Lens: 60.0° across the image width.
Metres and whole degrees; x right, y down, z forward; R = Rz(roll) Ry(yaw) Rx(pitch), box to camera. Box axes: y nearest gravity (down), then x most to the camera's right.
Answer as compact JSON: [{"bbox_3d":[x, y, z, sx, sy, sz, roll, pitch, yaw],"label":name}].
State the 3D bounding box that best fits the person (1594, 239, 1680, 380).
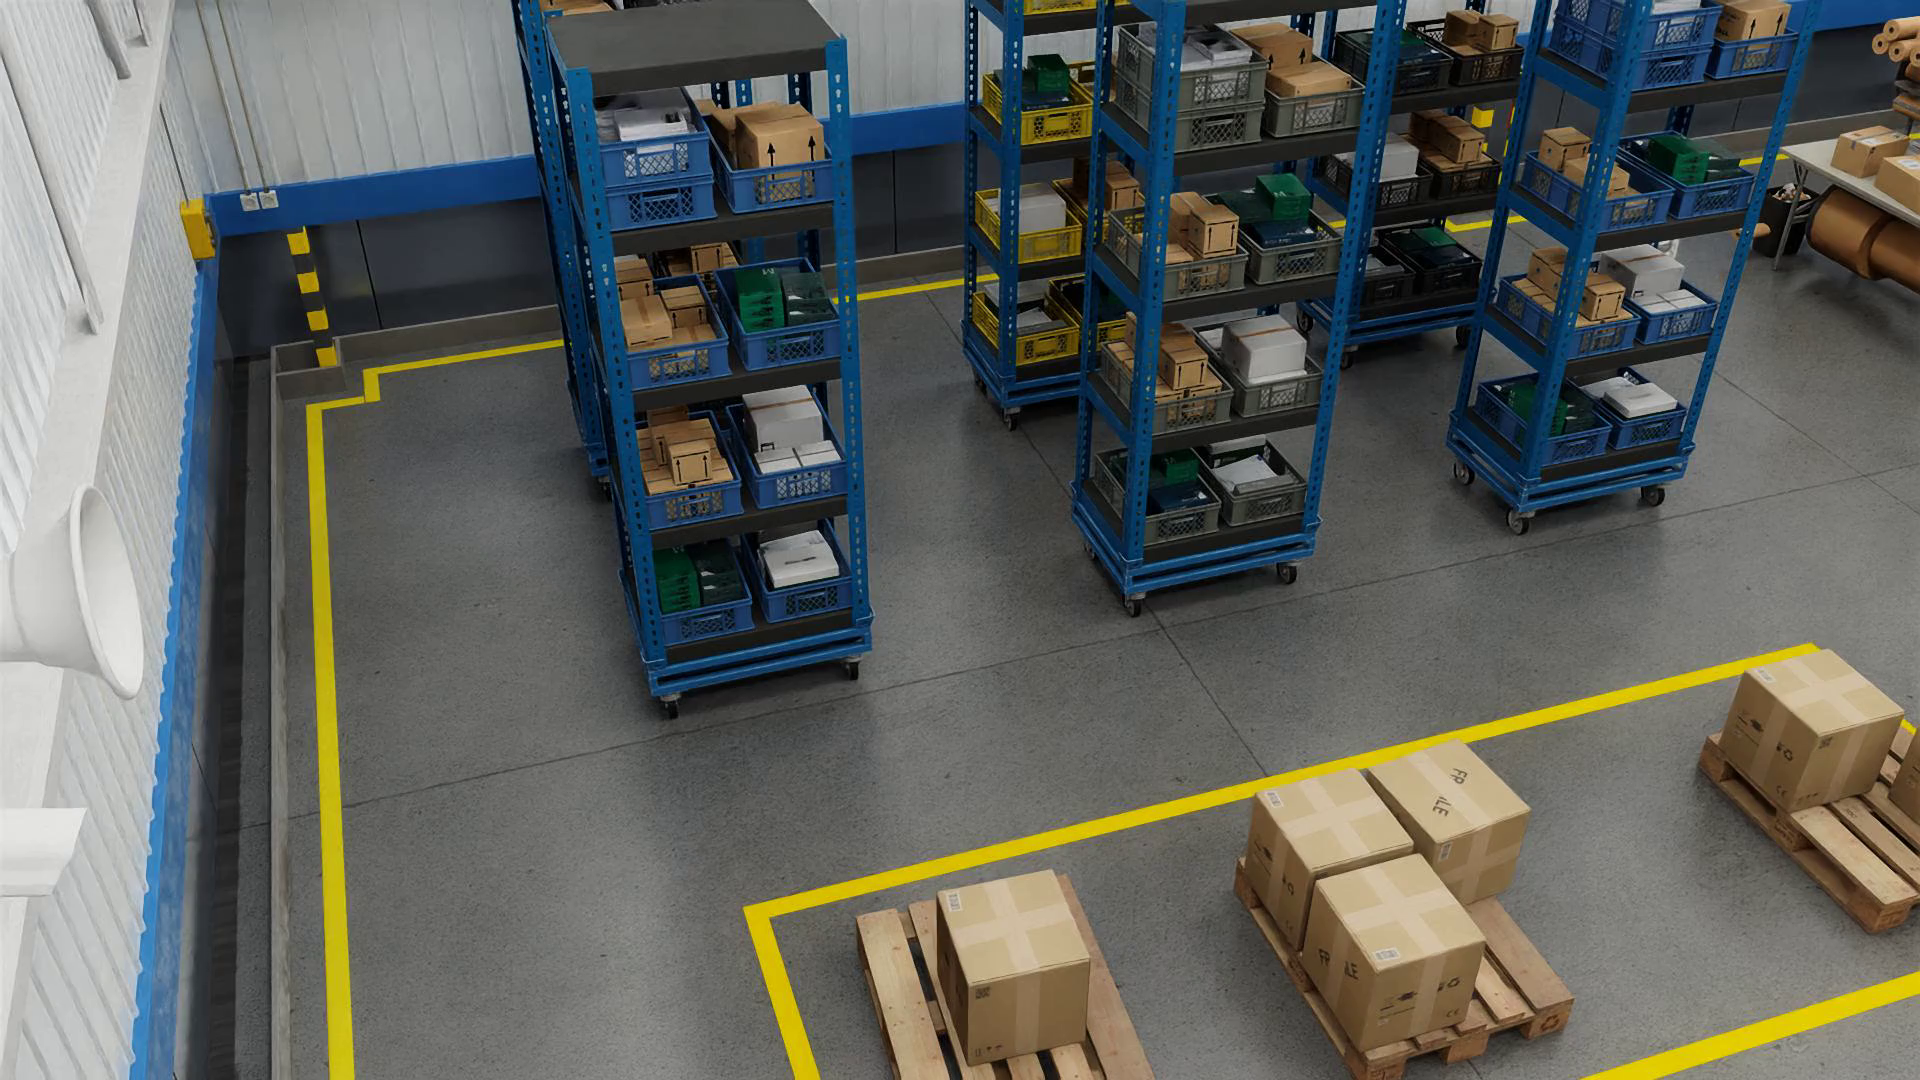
[{"bbox_3d":[4.530,-1.783,11.182,0.586,1.882,0.343,-5,36,-8],"label":"person"}]
